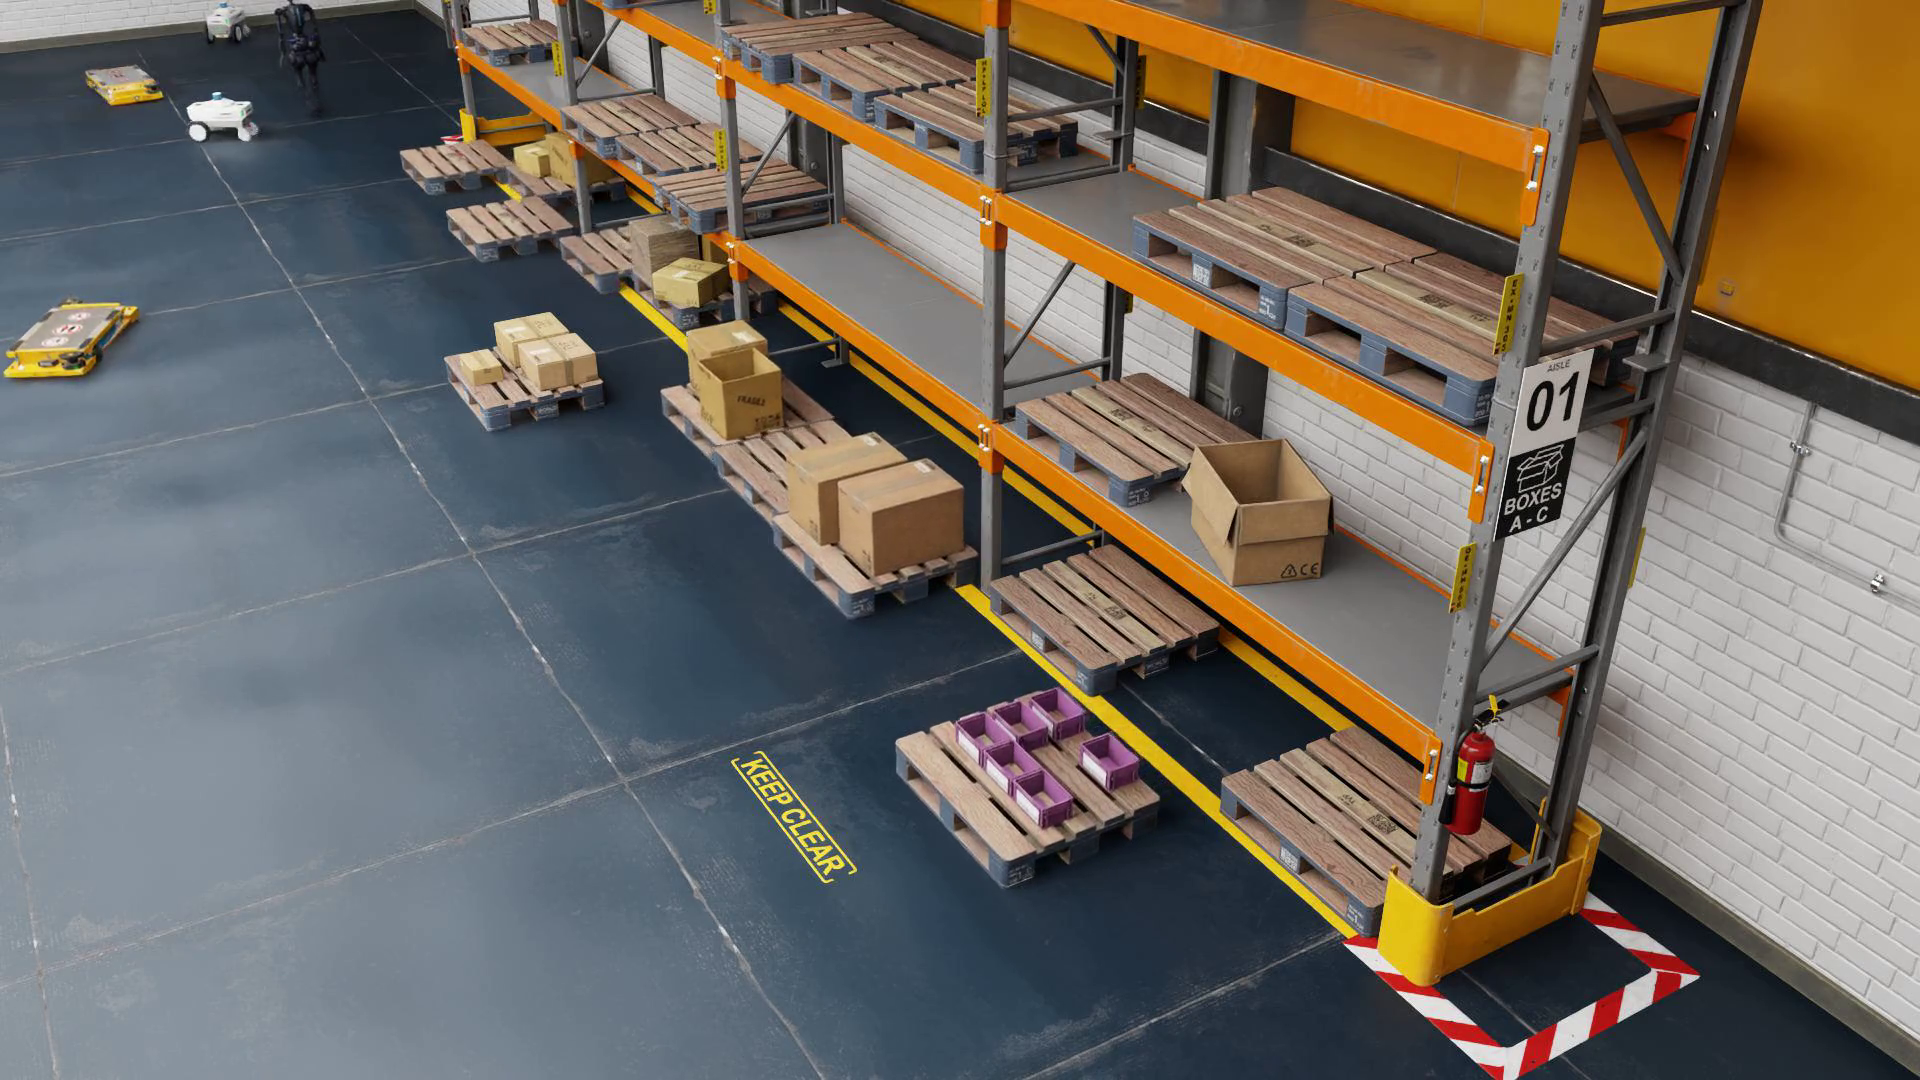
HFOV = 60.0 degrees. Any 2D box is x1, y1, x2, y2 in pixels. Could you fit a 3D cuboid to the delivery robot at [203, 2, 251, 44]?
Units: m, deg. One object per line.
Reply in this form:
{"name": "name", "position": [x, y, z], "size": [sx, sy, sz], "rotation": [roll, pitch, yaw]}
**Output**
{"name": "delivery robot", "position": [-11.088, -7.826, 25.151], "size": [0.525, 0.587, 0.755], "rotation": [0, 30, 0]}

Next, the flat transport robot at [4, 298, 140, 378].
{"name": "flat transport robot", "position": [-7.907, -1.810, 14.827], "size": [0.659, 0.231, 1.431], "rotation": [-3, 30, -5]}

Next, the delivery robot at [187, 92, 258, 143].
{"name": "delivery robot", "position": [-9.139, -5.240, 20.562], "size": [0.745, 0.565, 0.499], "rotation": [-1, 30, -1]}

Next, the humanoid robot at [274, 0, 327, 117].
{"name": "humanoid robot", "position": [-8.393, -6.238, 21.246], "size": [0.396, 1.660, 0.614], "rotation": [24, 37, 36]}

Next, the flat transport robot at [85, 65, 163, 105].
{"name": "flat transport robot", "position": [-11.328, -6.159, 22.505], "size": [0.659, 0.231, 1.431], "rotation": [-20, 35, -32]}
